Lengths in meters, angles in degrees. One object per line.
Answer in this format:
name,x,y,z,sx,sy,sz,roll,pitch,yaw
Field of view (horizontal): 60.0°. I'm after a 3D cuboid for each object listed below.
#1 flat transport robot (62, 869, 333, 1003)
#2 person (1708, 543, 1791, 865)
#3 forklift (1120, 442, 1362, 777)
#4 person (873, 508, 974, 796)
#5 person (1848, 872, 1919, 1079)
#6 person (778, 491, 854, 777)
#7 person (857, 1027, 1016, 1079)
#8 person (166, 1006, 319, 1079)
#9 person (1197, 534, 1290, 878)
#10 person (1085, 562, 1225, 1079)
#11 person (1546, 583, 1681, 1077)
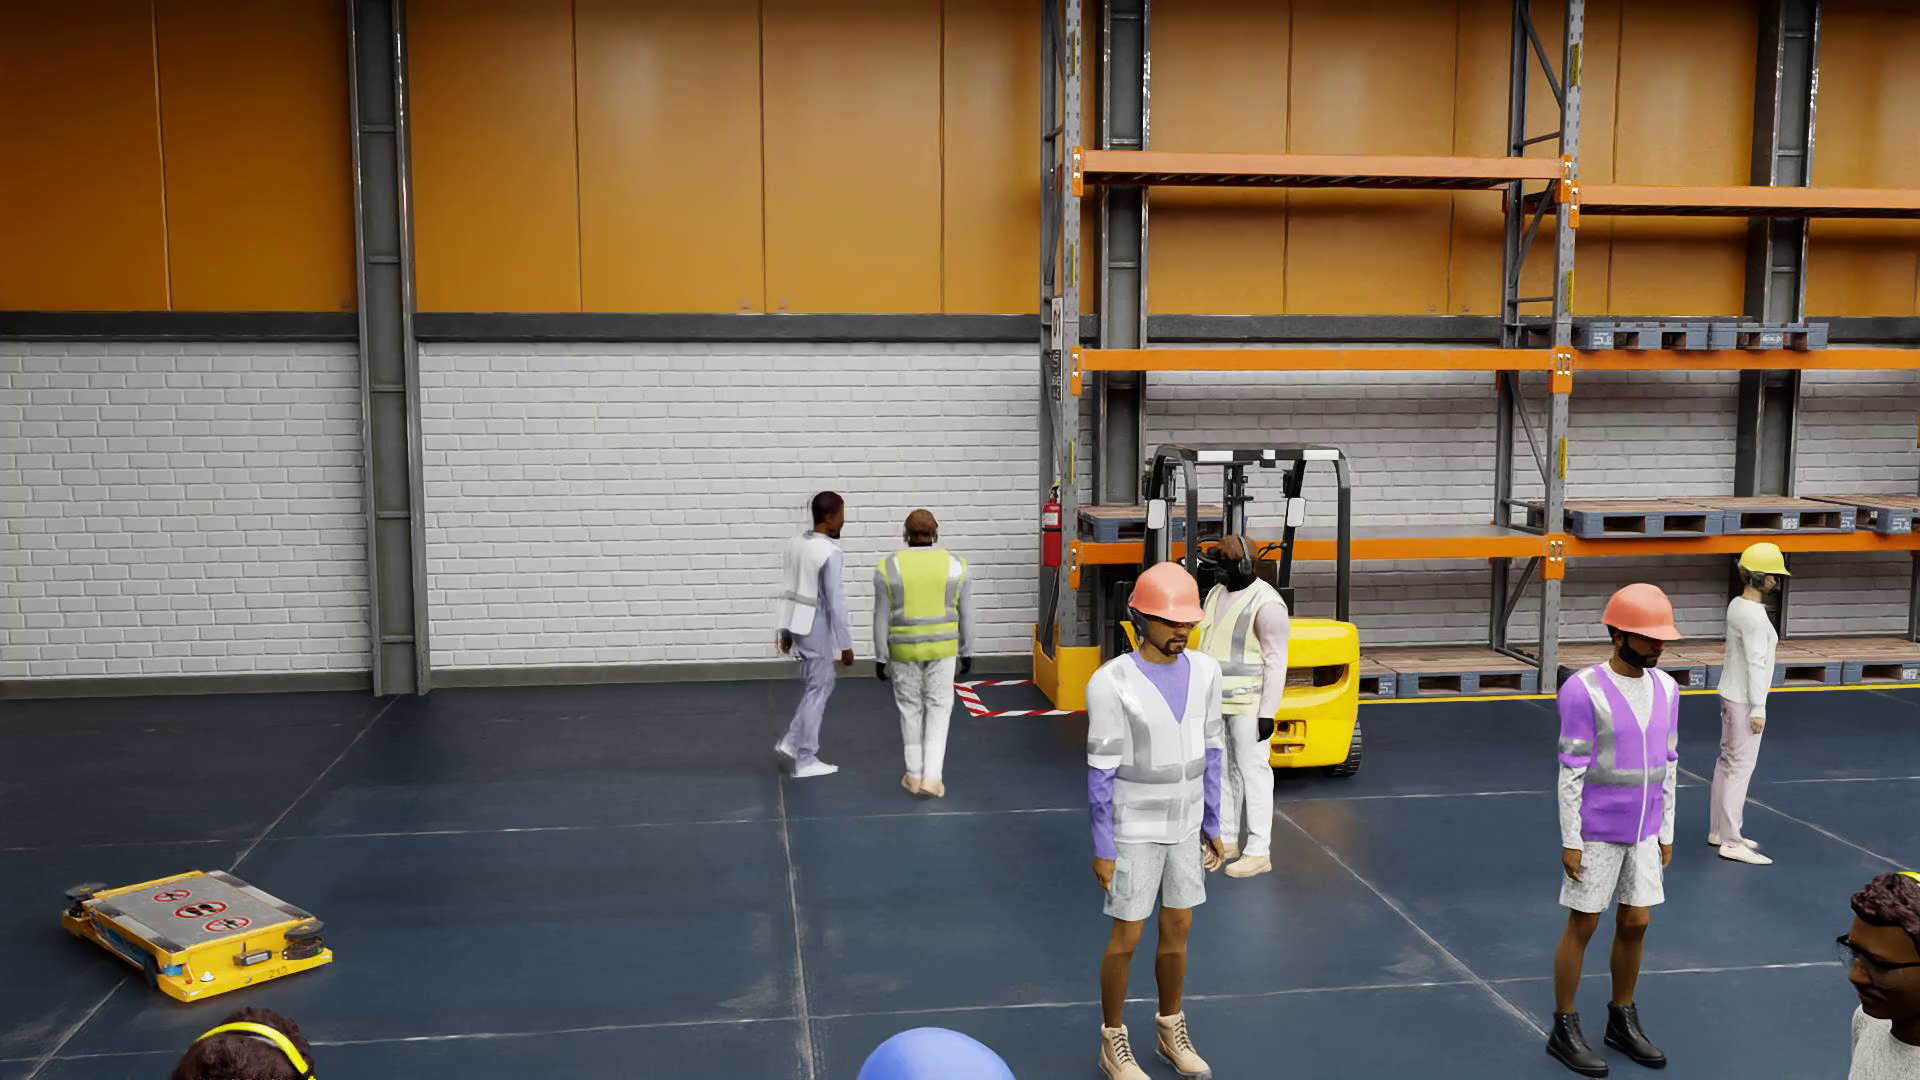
flat transport robot,-3.577,1.798,7.753,1.431,0.197,0.652,6,9,42
person,4.382,0.892,9.214,0.330,1.765,0.533,2,7,13
forklift,1.912,0.418,11.496,1.214,2.155,2.313,-1,7,-8
person,-0.231,0.714,10.490,0.639,1.834,0.523,-1,7,-9
person,1.795,1.535,3.188,0.334,1.860,0.509,0,7,1
person,-0.957,0.622,11.001,0.462,1.896,0.655,-4,8,-32
person,0.014,1.603,2.243,0.415,1.939,0.604,5,8,37
person,-1.033,1.612,2.470,0.536,1.867,0.337,1,7,5
person,1.490,0.881,8.976,0.429,1.841,0.634,-3,7,-26
person,0.764,1.092,6.328,0.601,2.036,0.419,-4,8,-31
person,2.591,1.122,6.501,0.549,1.928,0.388,-2,7,-19
